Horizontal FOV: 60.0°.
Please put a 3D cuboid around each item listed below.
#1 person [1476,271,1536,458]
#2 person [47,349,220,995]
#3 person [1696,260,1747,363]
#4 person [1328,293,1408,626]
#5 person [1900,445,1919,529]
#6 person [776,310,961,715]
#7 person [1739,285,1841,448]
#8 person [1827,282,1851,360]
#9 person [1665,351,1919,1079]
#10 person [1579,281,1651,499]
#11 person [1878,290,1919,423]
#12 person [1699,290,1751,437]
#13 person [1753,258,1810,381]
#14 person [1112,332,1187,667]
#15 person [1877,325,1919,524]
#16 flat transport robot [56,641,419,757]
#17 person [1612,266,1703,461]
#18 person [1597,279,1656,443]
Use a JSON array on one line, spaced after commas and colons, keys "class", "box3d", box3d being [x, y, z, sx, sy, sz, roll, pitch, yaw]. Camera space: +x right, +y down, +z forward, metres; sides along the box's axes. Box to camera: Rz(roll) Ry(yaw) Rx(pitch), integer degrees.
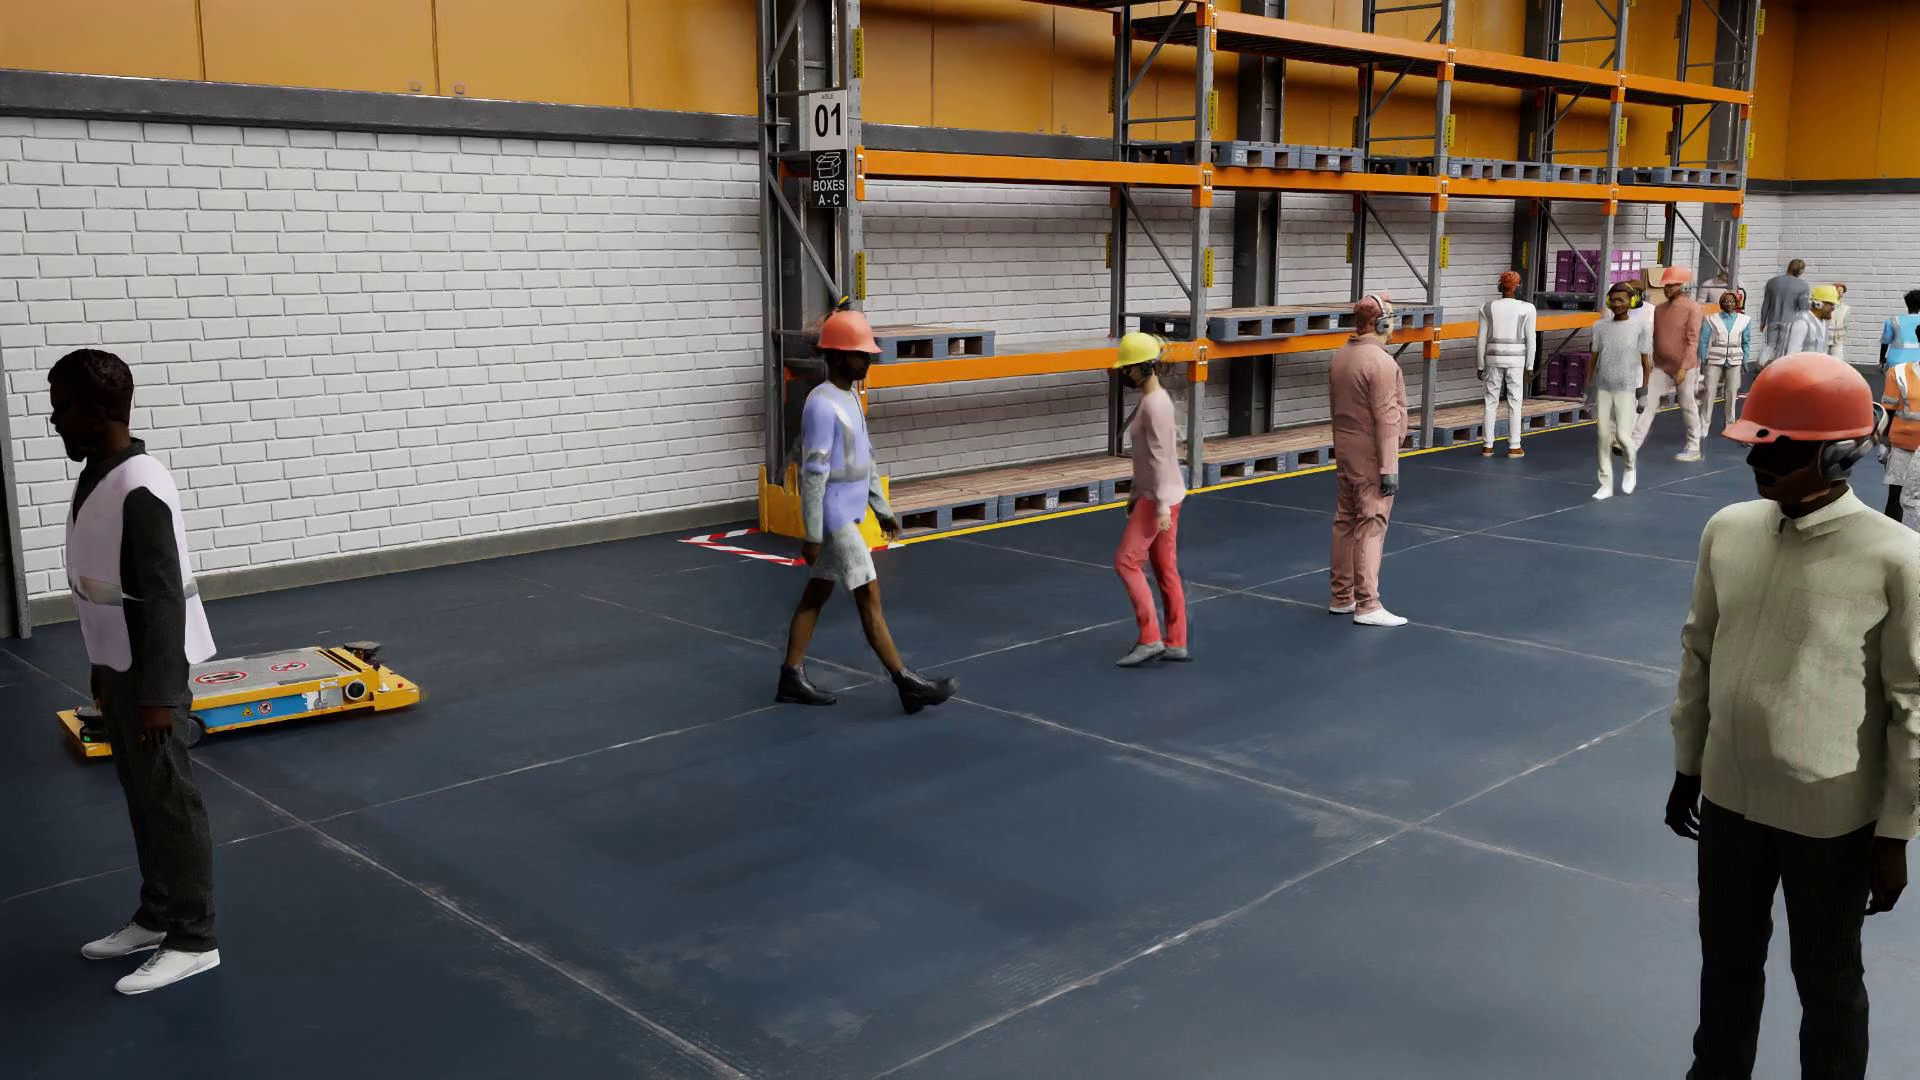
[{"class": "person", "box3d": [5.523, -1.772, 16.837, 0.576, 1.883, 0.354, 5, 12, 26]}, {"class": "person", "box3d": [-2.458, 0.386, 4.985, 0.398, 1.915, 0.588, -8, 13, -38]}, {"class": "person", "box3d": [11.057, -3.135, 24.301, 0.804, 1.889, 0.501, 2, 11, 13]}, {"class": "person", "box3d": [2.377, -0.463, 9.625, 0.409, 1.913, 0.648, -3, 11, -13]}, {"class": "person", "box3d": [6.139, -0.586, 10.286, 0.697, 1.914, 0.462, -6, 12, -29]}, {"class": "person", "box3d": [-0.458, -0.116, 7.788, 0.962, 1.891, 0.549, 1, 10, 7]}, {"class": "person", "box3d": [8.646, -1.778, 17.259, 0.608, 1.761, 1.031, -8, 13, -37]}, {"class": "person", "box3d": [11.581, -2.632, 22.226, 0.514, 1.618, 0.596, 0, 10, 1]}, {"class": "person", "box3d": [1.855, 0.573, 3.752, 0.395, 1.990, 0.619, -5, 12, -26]}, {"class": "person", "box3d": [5.583, -1.272, 14.189, 0.526, 1.855, 0.427, 9, 14, 40]}, {"class": "person", "box3d": [10.341, -1.899, 18.173, 0.537, 1.648, 0.869, 4, 11, 22]}, {"class": "person", "box3d": [8.488, -1.952, 18.482, 0.522, 1.639, 0.305, 3, 11, 14]}, {"class": "person", "box3d": [12.114, -3.188, 24.510, 0.528, 1.902, 0.673, -9, 14, -41]}, {"class": "person", "box3d": [0.979, -0.208, 8.680, 0.521, 1.740, 0.545, 2, 11, 8]}, {"class": "person", "box3d": [6.388, -0.617, 11.046, 0.540, 1.696, 0.316, 6, 12, 30]}, {"class": "flat transport robot", "box3d": [-3.324, 0.712, 7.691, 1.431, 0.197, 0.652, -8, 13, -37]}, {"class": "person", "box3d": [6.970, -1.718, 16.381, 1.054, 1.933, 0.626, -5, 11, -24]}, {"class": "person", "box3d": [7.085, -1.870, 17.643, 0.642, 1.798, 0.972, 3, 11, 18]}]
